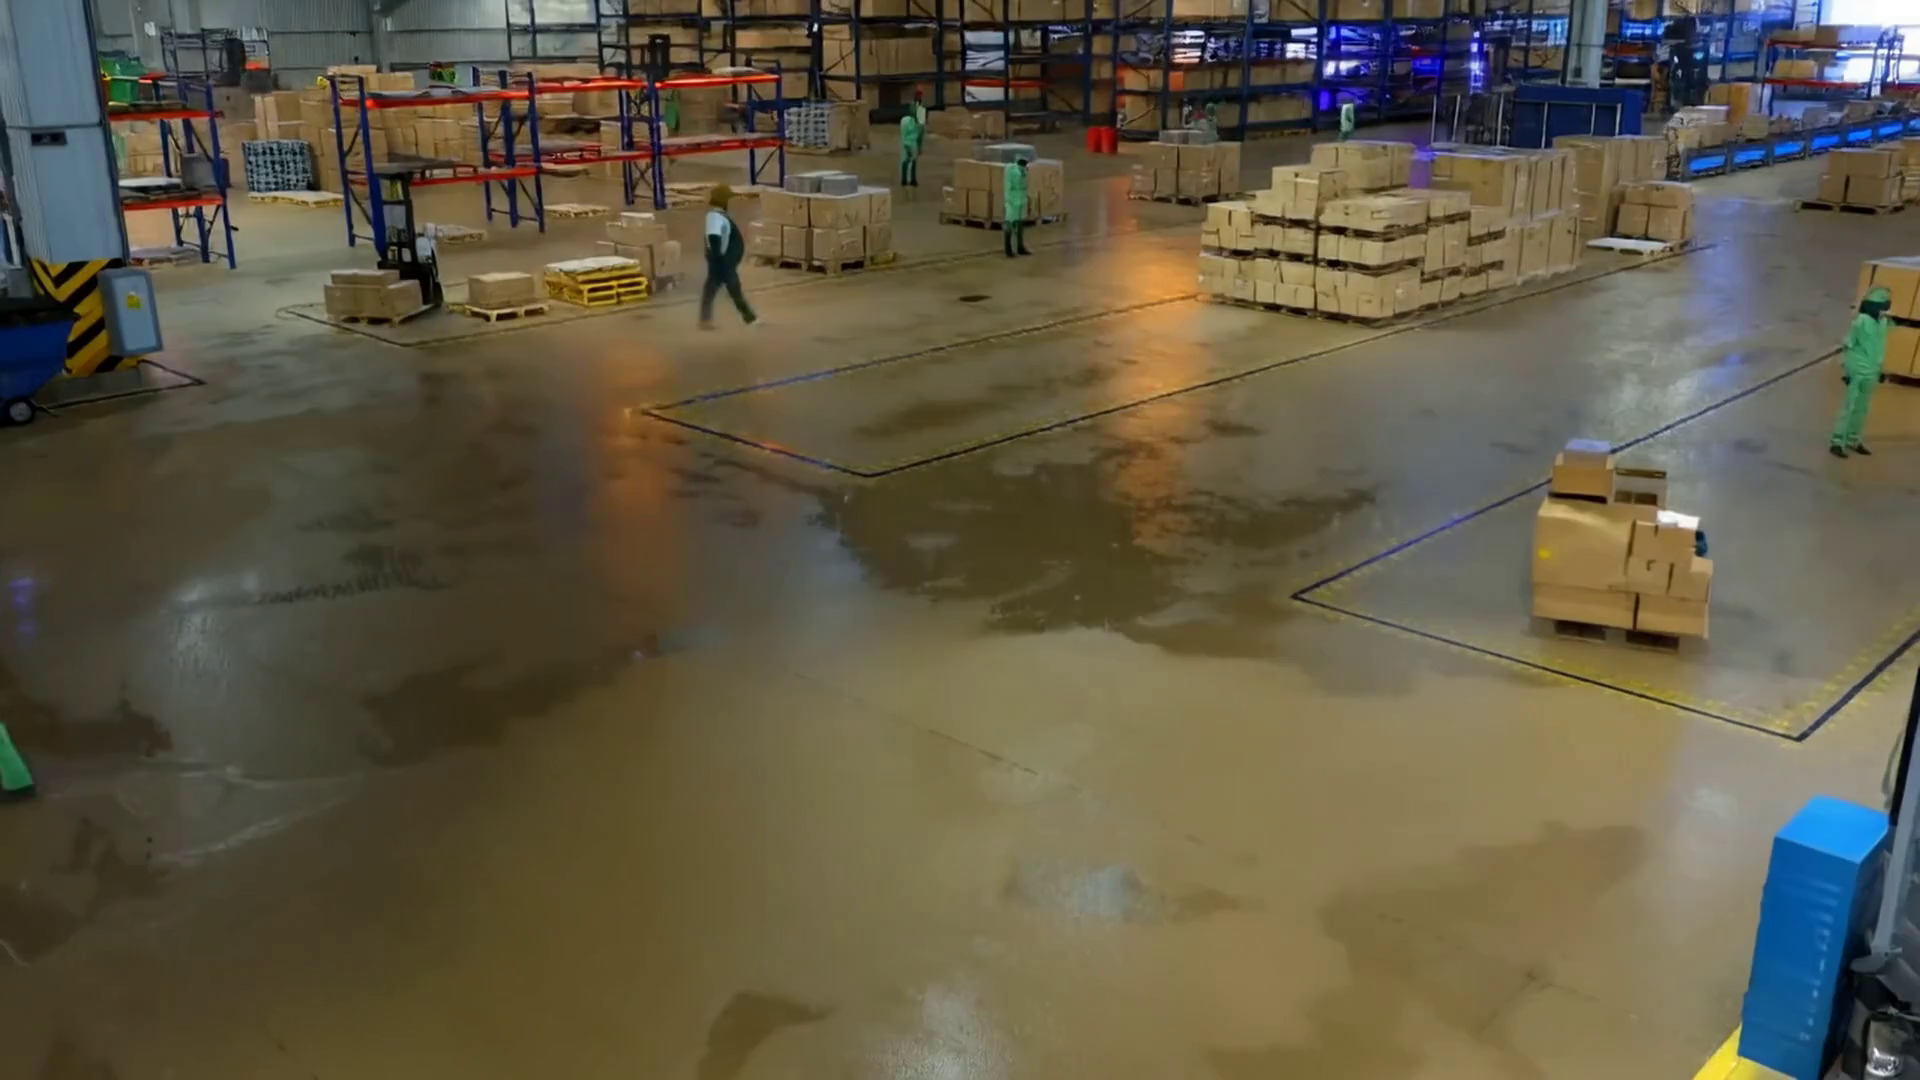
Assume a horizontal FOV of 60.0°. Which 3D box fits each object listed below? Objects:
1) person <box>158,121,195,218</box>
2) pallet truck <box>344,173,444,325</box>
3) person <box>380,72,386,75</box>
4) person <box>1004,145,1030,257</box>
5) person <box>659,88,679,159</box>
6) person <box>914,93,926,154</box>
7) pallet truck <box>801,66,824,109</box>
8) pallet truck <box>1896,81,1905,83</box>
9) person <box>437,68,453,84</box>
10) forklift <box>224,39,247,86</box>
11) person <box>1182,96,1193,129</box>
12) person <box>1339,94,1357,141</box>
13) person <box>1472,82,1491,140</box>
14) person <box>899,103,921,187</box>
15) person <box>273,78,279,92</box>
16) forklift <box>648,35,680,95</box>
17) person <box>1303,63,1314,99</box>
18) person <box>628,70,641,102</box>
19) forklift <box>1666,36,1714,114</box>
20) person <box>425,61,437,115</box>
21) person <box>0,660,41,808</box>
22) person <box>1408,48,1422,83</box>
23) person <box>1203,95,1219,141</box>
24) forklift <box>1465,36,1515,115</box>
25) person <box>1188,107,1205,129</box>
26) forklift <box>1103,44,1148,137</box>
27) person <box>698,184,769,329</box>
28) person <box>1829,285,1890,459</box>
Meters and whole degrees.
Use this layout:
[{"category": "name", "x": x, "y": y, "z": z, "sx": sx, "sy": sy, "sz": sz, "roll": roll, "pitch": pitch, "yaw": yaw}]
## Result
[{"category": "person", "x": -16.140, "y": -7.610, "z": 34.181, "sx": 0.635, "sy": 1.940, "sz": 0.366, "roll": 12, "pitch": 22, "yaw": 32}, {"category": "pallet truck", "x": -8.209, "y": -4.181, "z": 23.757, "sx": 0.823, "sy": 1.965, "sz": 1.885, "roll": 3, "pitch": 19, "yaw": 9}, {"category": "person", "x": -19.557, "y": -14.996, "z": 56.645, "sx": 0.446, "sy": 1.816, "sz": 0.674, "roll": -4, "pitch": 19, "yaw": -13}, {"category": "person", "x": 1.029, "y": -5.945, "z": 29.191, "sx": 0.542, "sy": 1.928, "sz": 0.399, "roll": -14, "pitch": 23, "yaw": -37}, {"category": "person", "x": -8.021, "y": -11.394, "z": 45.594, "sx": 0.649, "sy": 1.929, "sz": 0.442, "roll": -6, "pitch": 19, "yaw": -16}, {"category": "person", "x": -1.156, "y": -11.846, "z": 47.334, "sx": 0.322, "sy": 1.689, "sz": 0.530, "roll": 7, "pitch": 20, "yaw": 21}, {"category": "pallet truck", "x": -4.812, "y": -15.182, "z": 56.903, "sx": 0.823, "sy": 1.965, "sz": 1.885, "roll": -9, "pitch": 21, "yaw": -26}, {"category": "pallet truck", "x": 34.802, "y": -16.331, "z": 61.455, "sx": 0.653, "sy": 1.274, "sz": 1.630, "roll": 17, "pitch": 25, "yaw": 41}, {"category": "person", "x": -17.626, "y": -15.185, "z": 57.047, "sx": 0.572, "sy": 1.921, "sz": 0.379, "roll": -4, "pitch": 19, "yaw": -10}, {"category": "forklift", "x": -25.527, "y": -16.311, "z": 58.924, "sx": 1.129, "sy": 2.768, "sz": 1.873, "roll": 17, "pitch": 25, "yaw": 41}, {"category": "person", "x": 6.428, "y": -11.732, "z": 47.073, "sx": 0.309, "sy": 1.638, "sz": 0.511, "roll": 7, "pitch": 20, "yaw": 20}, {"category": "person", "x": 10.200, "y": -10.807, "z": 43.896, "sx": 0.909, "sy": 1.898, "sz": 0.555, "roll": -4, "pitch": 19, "yaw": -13}, {"category": "person", "x": 16.205, "y": -13.344, "z": 51.735, "sx": 0.540, "sy": 1.756, "sz": 0.448, "roll": 3, "pitch": 19, "yaw": 9}, {"category": "person", "x": -1.179, "y": -9.370, "z": 39.465, "sx": 0.606, "sy": 1.957, "sz": 0.383, "roll": 14, "pitch": 23, "yaw": 36}, {"category": "person", "x": -20.964, "y": -13.181, "z": 50.967, "sx": 0.627, "sy": 1.940, "sz": 0.372, "roll": 17, "pitch": 25, "yaw": 41}, {"category": "forklift", "x": -11.418, "y": -17.851, "z": 63.565, "sx": 1.129, "sy": 2.768, "sz": 1.873, "roll": 17, "pitch": 25, "yaw": 41}, {"category": "person", "x": 13.349, "y": -17.358, "z": 63.416, "sx": 0.621, "sy": 2.021, "sz": 0.632, "roll": -4, "pitch": 19, "yaw": -12}, {"category": "person", "x": -11.059, "y": -14.866, "z": 56.095, "sx": 0.592, "sy": 1.912, "sz": 0.385, "roll": -9, "pitch": 20, "yaw": -25}, {"category": "forklift", "x": 27.341, "y": -17.291, "z": 61.877, "sx": 1.129, "sy": 2.768, "sz": 1.873, "roll": 17, "pitch": 25, "yaw": 41}, {"category": "person", "x": -19.574, "y": -16.819, "z": 61.932, "sx": 1.030, "sy": 1.945, "sz": 0.632, "roll": -6, "pitch": 19, "yaw": -19}, {"category": "person", "x": -5.770, "y": 0.675, "z": 9.448, "sx": 0.966, "sy": 1.795, "sz": 0.631, "roll": 1, "pitch": 18, "yaw": 3}, {"category": "person", "x": 21.589, "y": -22.403, "z": 78.909, "sx": 0.624, "sy": 1.841, "sz": 0.430, "roll": 2, "pitch": 18, "yaw": 6}, {"category": "person", "x": 7.260, "y": -12.050, "z": 48.101, "sx": 0.858, "sy": 1.585, "sz": 0.523, "roll": -9, "pitch": 21, "yaw": -26}, {"category": "forklift", "x": 19.973, "y": -17.201, "z": 61.605, "sx": 1.873, "sy": 2.768, "sz": 1.129, "roll": 16, "pitch": 24, "yaw": 40}, {"category": "person", "x": 5.527, "y": -9.325, "z": 39.486, "sx": 0.546, "sy": 1.843, "sz": 0.701, "roll": -14, "pitch": 23, "yaw": -35}, {"category": "forklift", "x": 5.543, "y": -14.354, "z": 53.028, "sx": 1.129, "sy": 2.768, "sz": 1.873, "roll": 17, "pitch": 25, "yaw": 41}, {"category": "person", "x": -3.200, "y": -3.927, "z": 22.924, "sx": 1.003, "sy": 2.000, "sz": 0.703, "roll": -3, "pitch": 19, "yaw": -8}, {"category": "person", "x": 9.035, "y": -1.681, "z": 16.625, "sx": 0.487, "sy": 1.744, "sz": 0.294, "roll": -6, "pitch": 19, "yaw": -19}]
